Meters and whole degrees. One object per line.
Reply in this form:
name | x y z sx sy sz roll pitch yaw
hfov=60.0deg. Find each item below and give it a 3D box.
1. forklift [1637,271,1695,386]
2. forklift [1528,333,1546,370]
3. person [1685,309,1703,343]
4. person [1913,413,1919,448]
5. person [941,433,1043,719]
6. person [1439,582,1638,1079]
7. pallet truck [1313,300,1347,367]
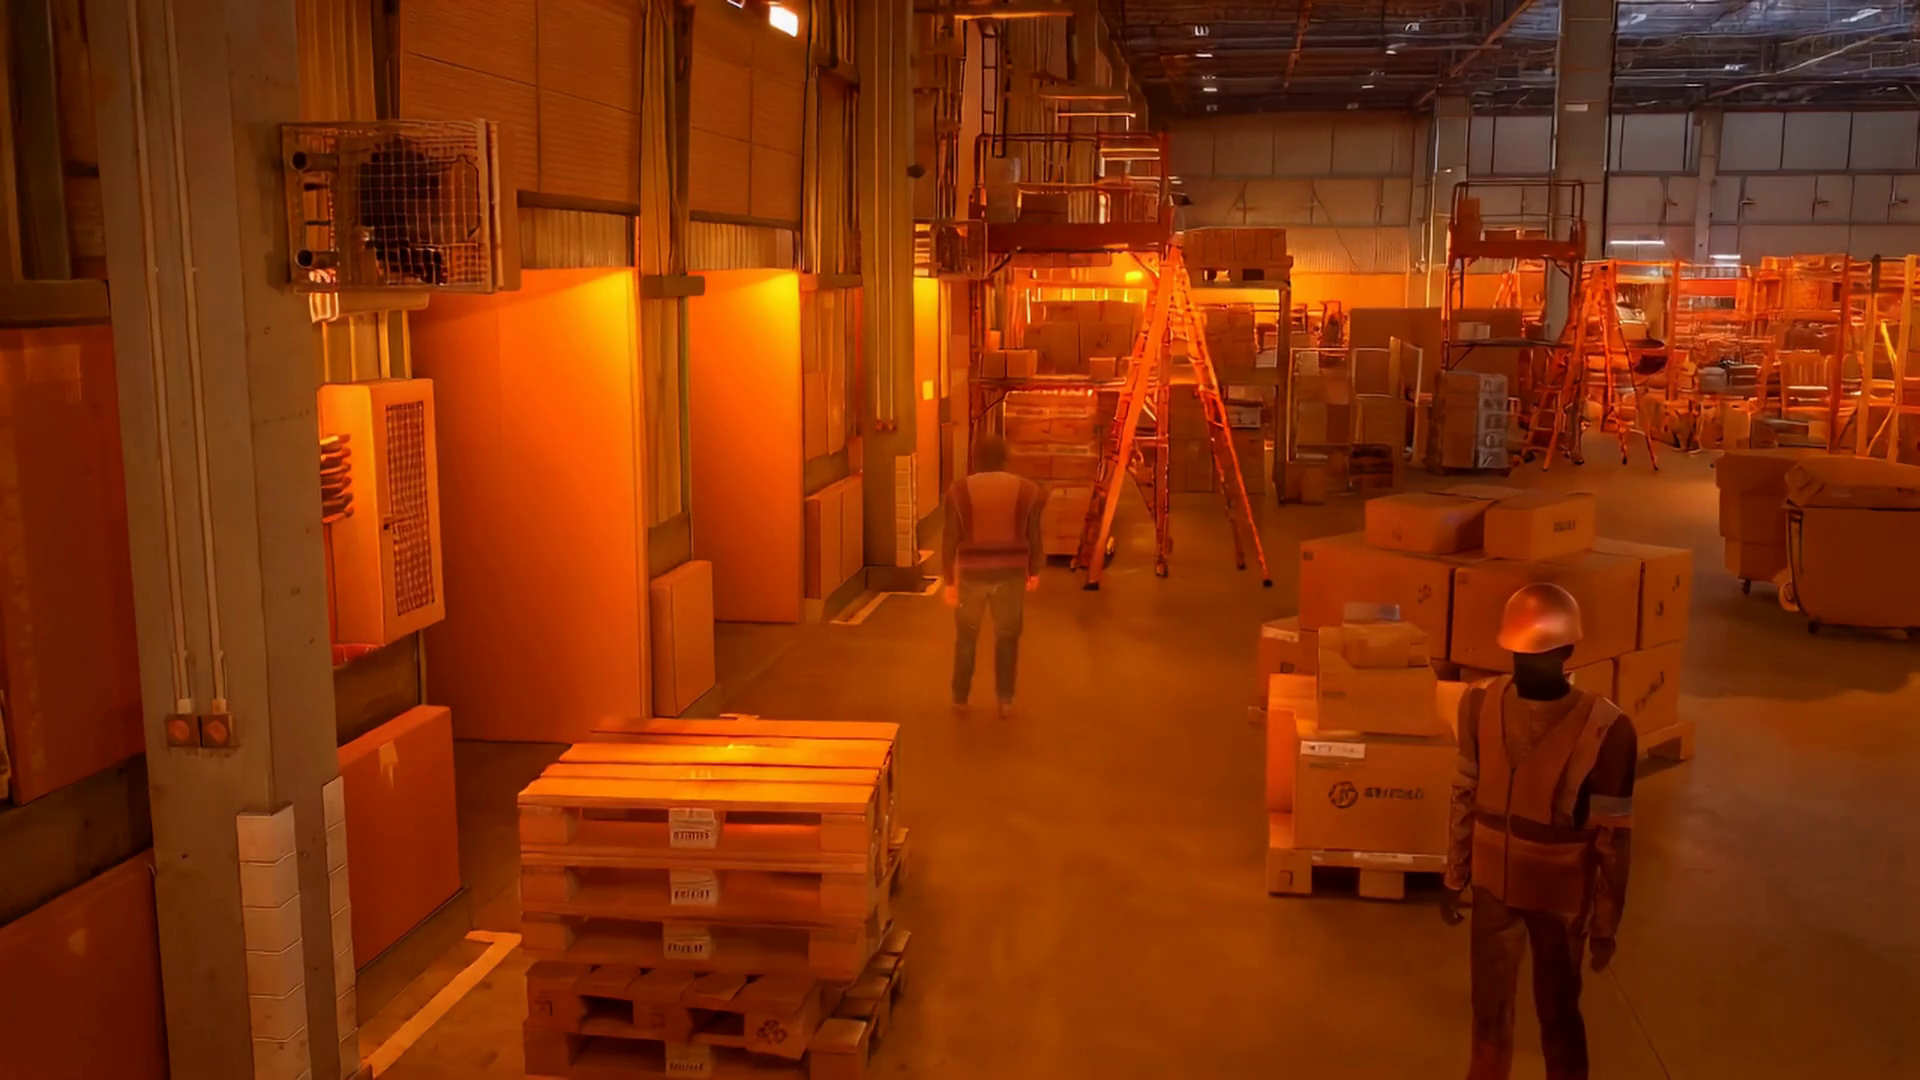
forklift | 16.971 -5.172 40.666 1.129 2.768 1.873 -9 13 -43
forklift | 16.905 -6.052 46.094 1.873 2.768 1.129 -3 10 -19
person | 21.875 -6.028 49.577 0.537 1.698 0.321 -3 10 -16
person | 15.557 -2.337 26.706 0.322 1.736 0.487 5 10 28
person | 0.201 0.239 10.520 0.646 1.839 0.455 0 9 -2
person | 1.760 1.069 5.143 0.389 1.919 0.591 -7 12 -38
pallet truck | 11.159 -6.200 49.718 0.823 1.965 1.885 4 10 26
